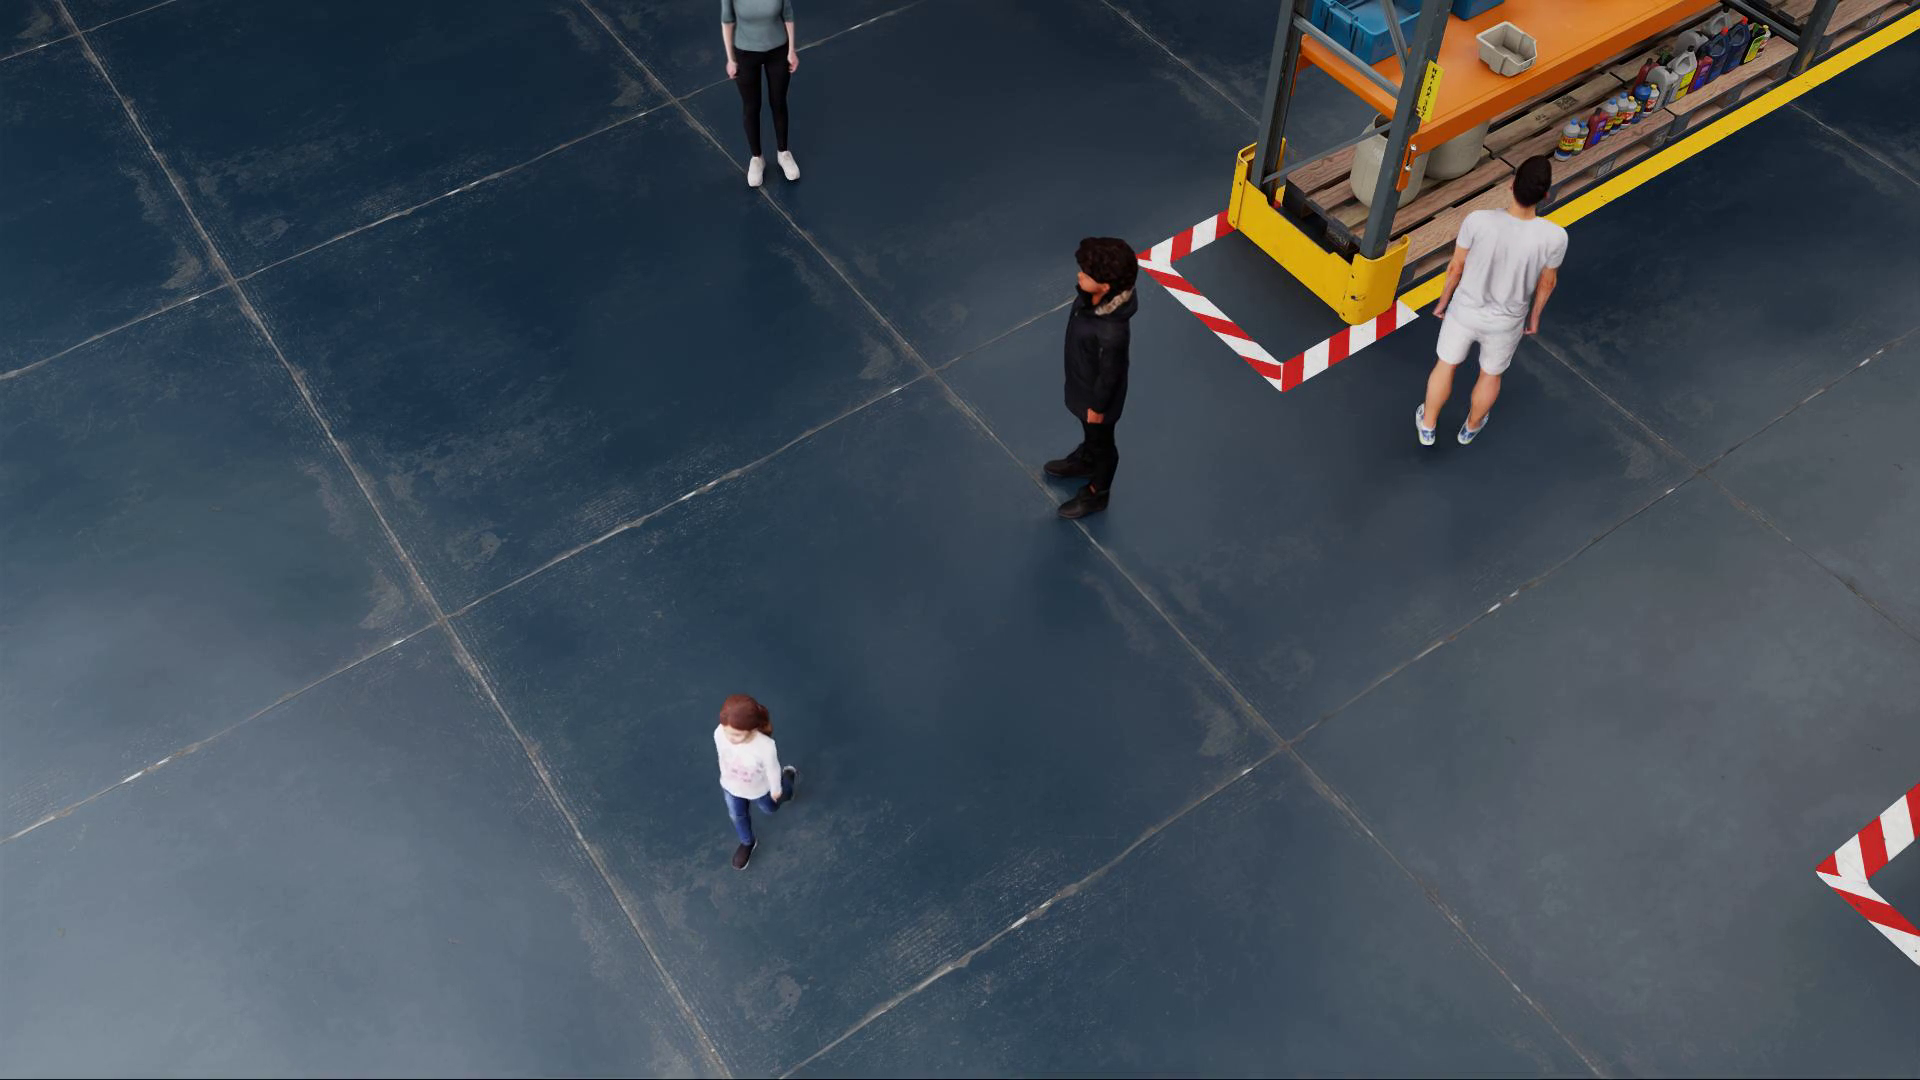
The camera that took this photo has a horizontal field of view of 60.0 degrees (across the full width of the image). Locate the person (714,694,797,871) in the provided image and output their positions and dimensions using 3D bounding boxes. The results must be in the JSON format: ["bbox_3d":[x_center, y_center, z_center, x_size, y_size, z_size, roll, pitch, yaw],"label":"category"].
[{"bbox_3d":[-0.899,0.995,7.262,0.667,1.098,0.781,17,54,13],"label":"person"}]

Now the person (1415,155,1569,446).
[{"bbox_3d":[2.687,-1.175,8.464,0.796,1.855,0.830,14,54,11],"label":"person"}]

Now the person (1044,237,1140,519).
[{"bbox_3d":[0.684,-0.802,8.224,0.736,1.779,0.718,-6,52,-4],"label":"person"}]

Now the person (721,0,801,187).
[{"bbox_3d":[-1.174,-2.873,9.853,0.596,1.738,0.720,-10,53,-8],"label":"person"}]
